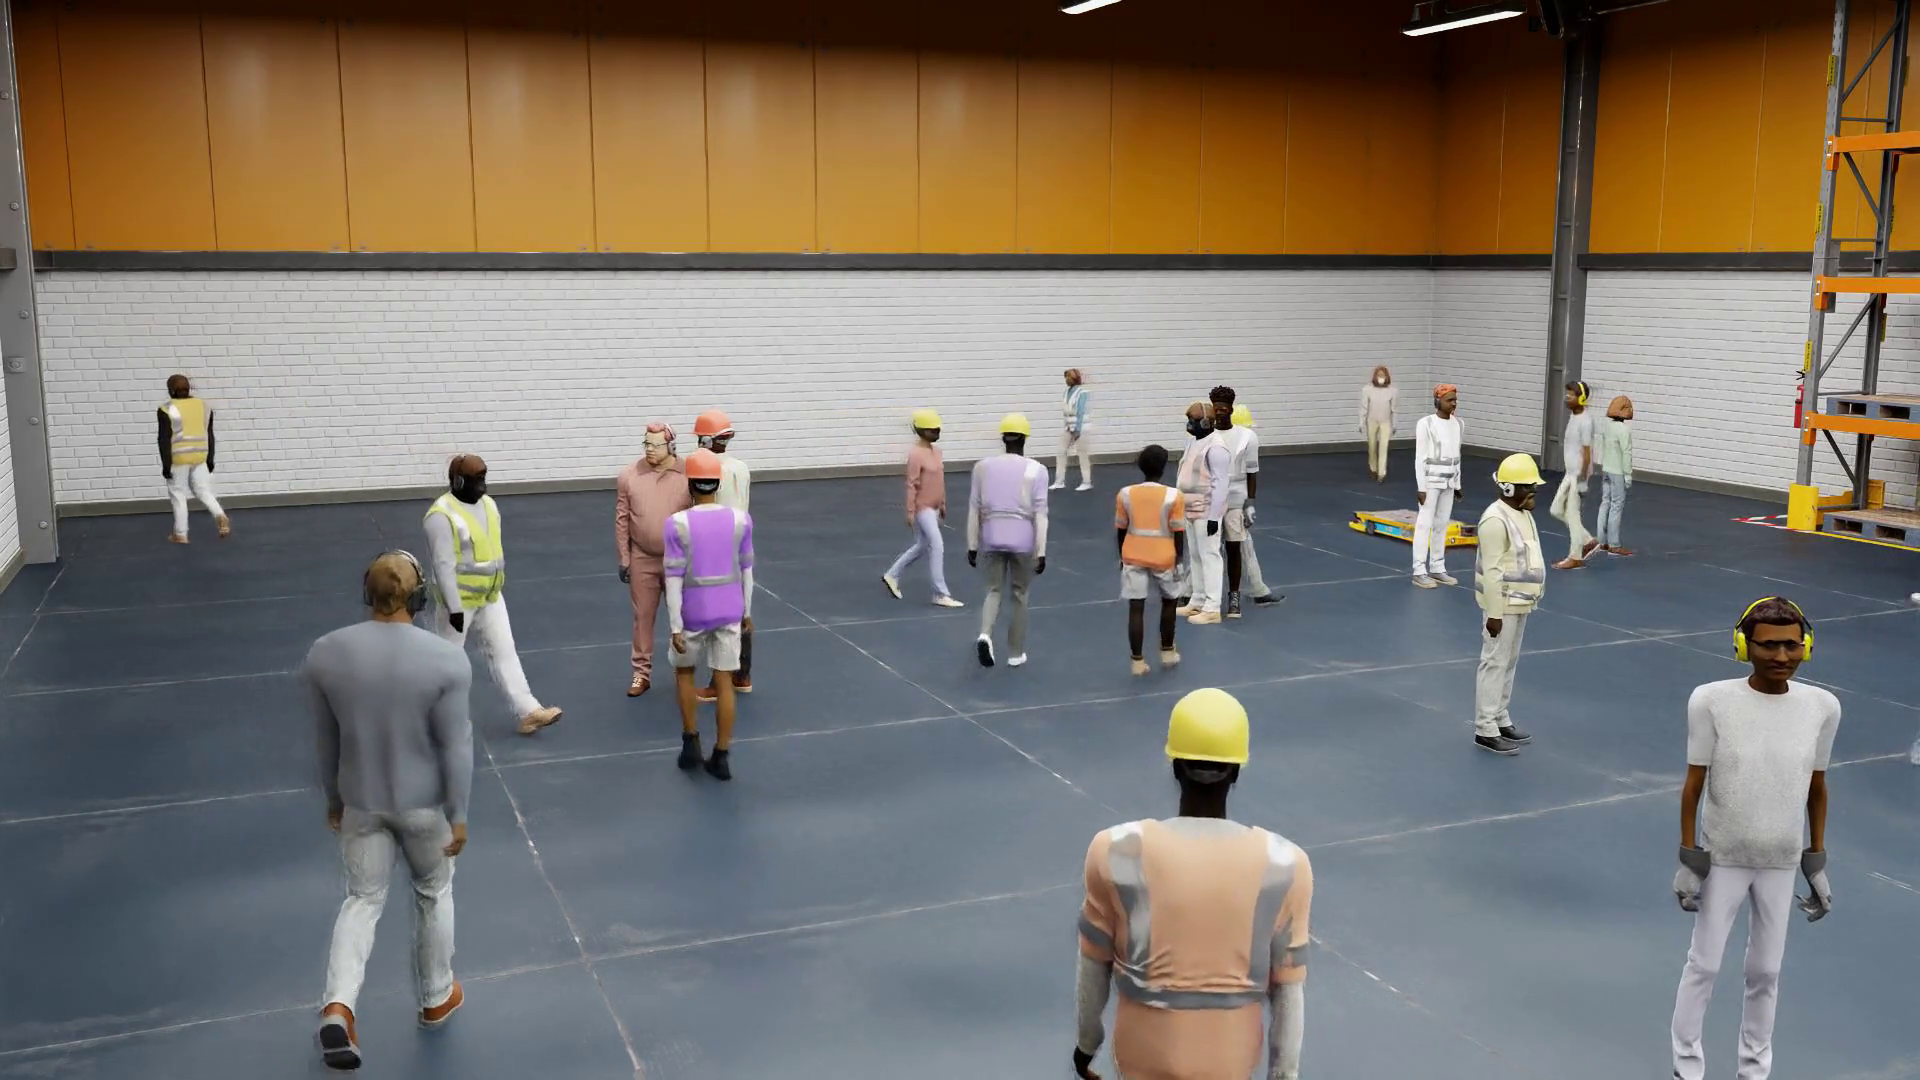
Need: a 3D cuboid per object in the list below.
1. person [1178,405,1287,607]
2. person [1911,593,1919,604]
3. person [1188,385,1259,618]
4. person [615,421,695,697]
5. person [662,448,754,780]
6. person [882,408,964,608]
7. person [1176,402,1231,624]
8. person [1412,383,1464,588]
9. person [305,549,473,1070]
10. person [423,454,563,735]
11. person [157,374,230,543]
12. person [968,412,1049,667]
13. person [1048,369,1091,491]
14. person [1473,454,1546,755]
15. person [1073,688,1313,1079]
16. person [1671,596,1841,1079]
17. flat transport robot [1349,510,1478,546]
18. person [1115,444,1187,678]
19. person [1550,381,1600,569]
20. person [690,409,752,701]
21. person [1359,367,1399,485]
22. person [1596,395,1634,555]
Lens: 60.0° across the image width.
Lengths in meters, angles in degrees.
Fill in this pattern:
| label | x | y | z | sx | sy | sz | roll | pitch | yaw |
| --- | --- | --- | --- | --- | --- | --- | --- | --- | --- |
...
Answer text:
| label | x | y | z | sx | sy | sz | roll | pitch | yaw |
| --- | --- | --- | --- | --- | --- | --- | --- | --- | --- |
| person | 2.331 | -0.270 | 14.294 | 0.956 | 1.778 | 0.594 | 1 | 9 | 5 |
| person | 8.661 | -0.414 | 14.418 | 0.787 | 2.010 | 0.620 | 8 | 12 | 39 |
| person | 2.198 | -0.324 | 14.029 | 0.613 | 1.965 | 0.361 | 3 | 10 | 16 |
| person | -2.049 | 0.133 | 11.456 | 0.640 | 1.904 | 0.401 | -1 | 9 | -3 |
| person | -1.471 | 0.419 | 9.679 | 0.553 | 1.917 | 0.589 | -3 | 10 | -20 |
| person | -0.343 | -0.295 | 14.541 | 0.816 | 1.734 | 0.529 | 4 | 10 | 25 |
| person | 2.005 | -0.226 | 13.818 | 0.429 | 1.839 | 0.634 | -2 | 10 | -11 |
| person | 4.428 | -0.502 | 15.365 | 0.574 | 1.883 | 0.361 | -6 | 11 | -31 |
| person | -2.128 | 0.997 | 6.200 | 0.631 | 1.915 | 0.798 | 0 | 9 | 0 |
| person | -2.986 | 0.365 | 10.366 | 0.954 | 1.790 | 0.659 | 4 | 10 | 22 |
| person | -8.164 | -0.851 | 17.664 | 0.714 | 1.822 | 0.634 | 6 | 11 | 30 |
| person | 0.331 | 0.022 | 12.136 | 0.613 | 1.897 | 0.685 | 3 | 10 | 18 |
| person | 1.435 | -1.429 | 21.790 | 0.700 | 1.612 | 0.537 | -6 | 11 | -31 |
| person | 3.359 | 0.380 | 10.165 | 0.404 | 1.830 | 0.600 | 6 | 11 | 33 |
| person | 0.603 | 1.318 | 4.310 | 0.585 | 1.891 | 0.955 | 0 | 9 | -3 |
| person | 2.712 | 1.104 | 5.669 | 0.521 | 1.873 | 0.336 | 1 | 9 | 5 |
| flat transport robot | 4.913 | -0.144 | 18.066 | 0.652 | 0.197 | 1.431 | -4 | 10 | -20 |
| person | 1.410 | 0.137 | 12.086 | 0.553 | 1.670 | 0.689 | 4 | 10 | 22 |
| person | 5.999 | -0.627 | 16.203 | 0.433 | 1.854 | 0.546 | 1 | 9 | 3 |
| person | -1.650 | 0.104 | 11.349 | 0.395 | 1.992 | 0.622 | 4 | 10 | 22 |
| person | 5.745 | -1.587 | 22.832 | 0.505 | 1.589 | 0.866 | 3 | 10 | 15 |
| person | 6.764 | -0.669 | 17.116 | 0.286 | 1.636 | 0.499 | -1 | 9 | -6 |
